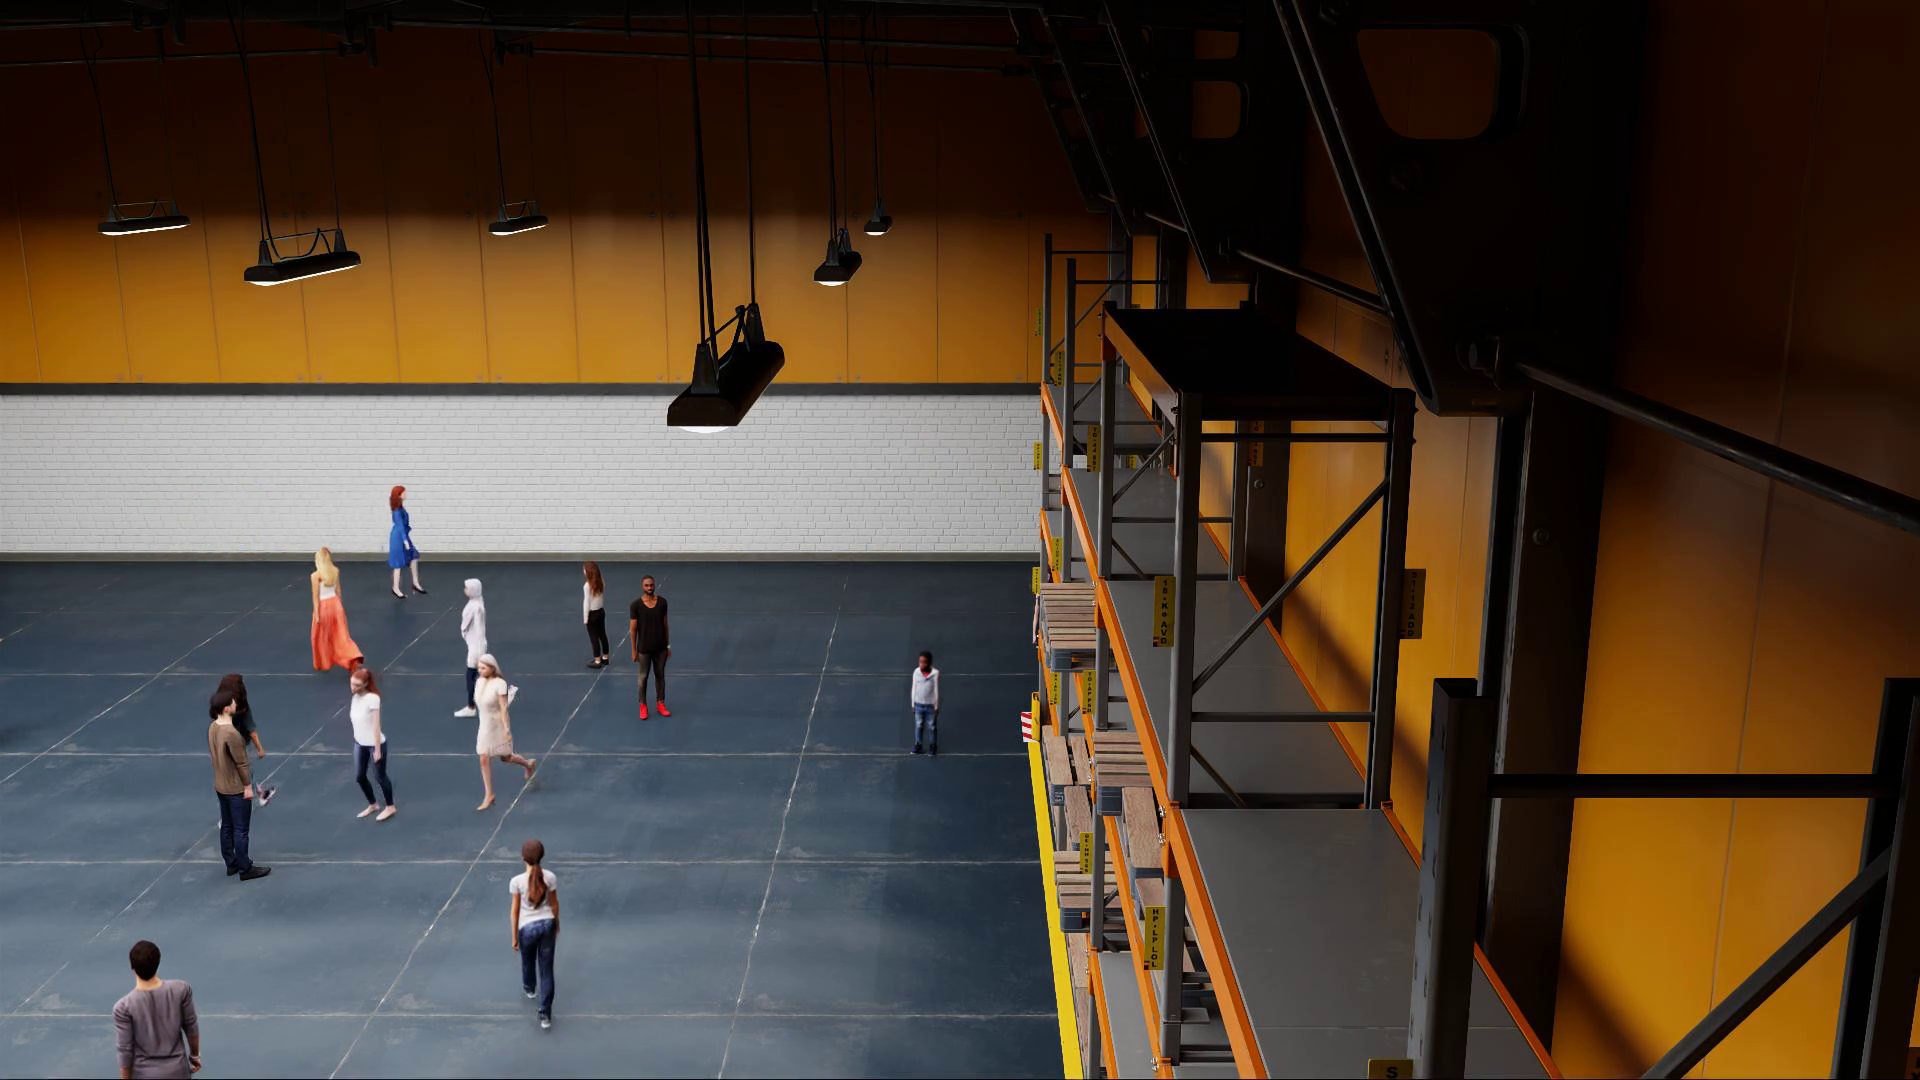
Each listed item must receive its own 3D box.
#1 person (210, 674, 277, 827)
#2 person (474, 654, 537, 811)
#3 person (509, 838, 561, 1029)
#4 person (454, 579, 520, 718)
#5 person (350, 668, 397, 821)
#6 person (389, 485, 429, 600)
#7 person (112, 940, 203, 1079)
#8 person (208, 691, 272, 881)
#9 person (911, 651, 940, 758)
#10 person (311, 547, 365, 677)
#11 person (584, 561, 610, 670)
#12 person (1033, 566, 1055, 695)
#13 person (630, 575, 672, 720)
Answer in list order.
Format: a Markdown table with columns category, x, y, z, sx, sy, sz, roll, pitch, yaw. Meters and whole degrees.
| category | x | y | z | sx | sy | sz | roll | pitch | yaw |
| --- | --- | --- | --- | --- | --- | --- | --- | --- | --- |
| person | -7.633 | 2.230 | 17.422 | 0.852 | 1.578 | 1.141 | 5 | 14 | 20 |
| person | -4.953 | 2.034 | 17.951 | 0.957 | 1.709 | 1.137 | 9 | 16 | 32 |
| person | -3.424 | 3.205 | 13.500 | 0.775 | 1.528 | 1.060 | -5 | 14 | -19 |
| person | -5.934 | 1.338 | 20.726 | 0.882 | 1.757 | 1.043 | -5 | 14 | -19 |
| person | -6.154 | 2.148 | 17.500 | 0.737 | 1.701 | 0.806 | 11 | 17 | 38 |
| person | -8.811 | 0.053 | 25.921 | 0.791 | 1.809 | 0.762 | -3 | 14 | -11 |
| person | -5.415 | 3.583 | 11.252 | 0.786 | 1.851 | 0.722 | 13 | 19 | 43 |
| person | -7.071 | 2.374 | 16.166 | 0.743 | 1.888 | 0.781 | 11 | 17 | 38 |
| person | -0.391 | 1.895 | 19.480 | 0.539 | 1.260 | 0.559 | 4 | 14 | 17 |
| person | -8.334 | 0.990 | 22.136 | 1.109 | 1.770 | 1.197 | 9 | 16 | 32 |
| person | -4.965 | 1.009 | 22.671 | 0.663 | 1.481 | 0.545 | 7 | 15 | 25 |
| person | 1.167 | 1.174 | 21.433 | 0.674 | 1.742 | 0.703 | 9 | 16 | 34 |
| person | -3.847 | 1.313 | 20.728 | 0.725 | 1.805 | 0.691 | -7 | 15 | -26 |
